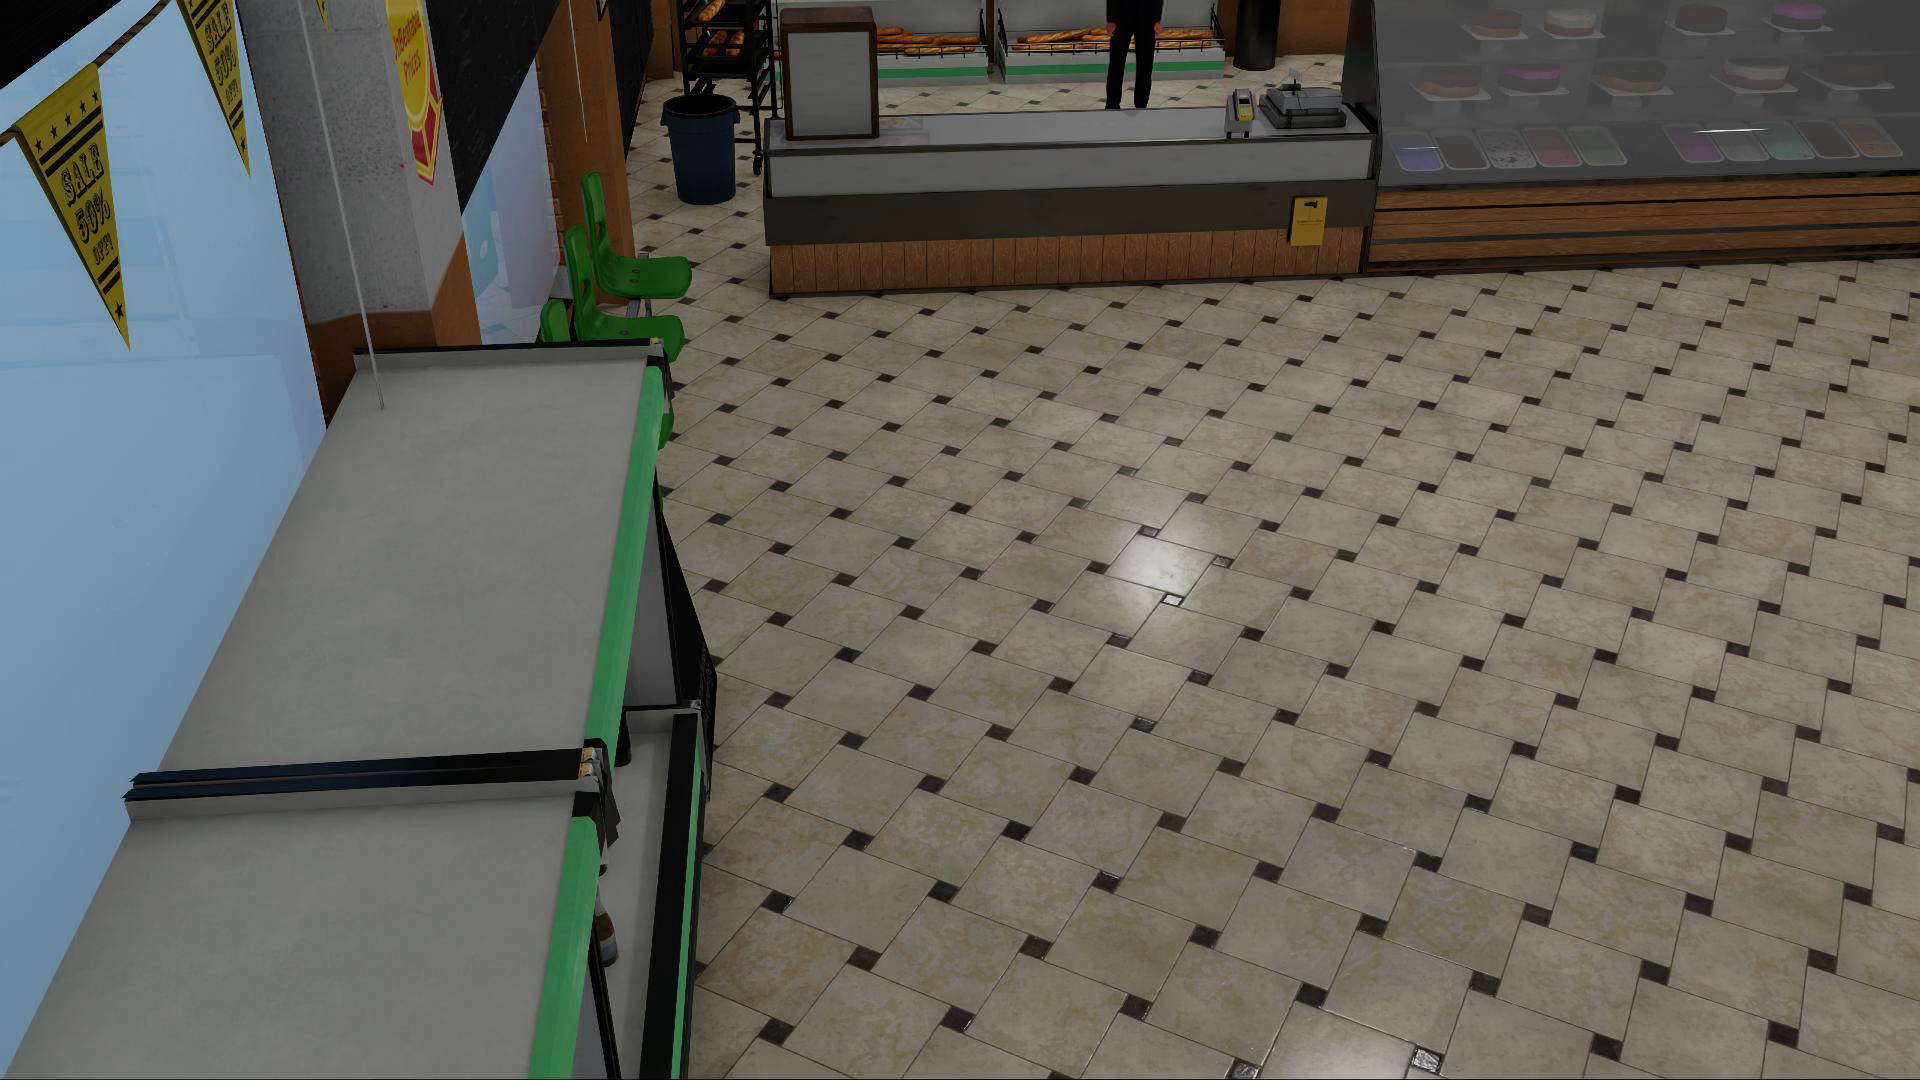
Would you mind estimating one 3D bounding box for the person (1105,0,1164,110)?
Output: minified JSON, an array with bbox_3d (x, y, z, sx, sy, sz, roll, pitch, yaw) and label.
[{"bbox_3d":[1.418,-4.247,13.479,0.610,1.868,0.566,-3,32,-4],"label":"person"}]
